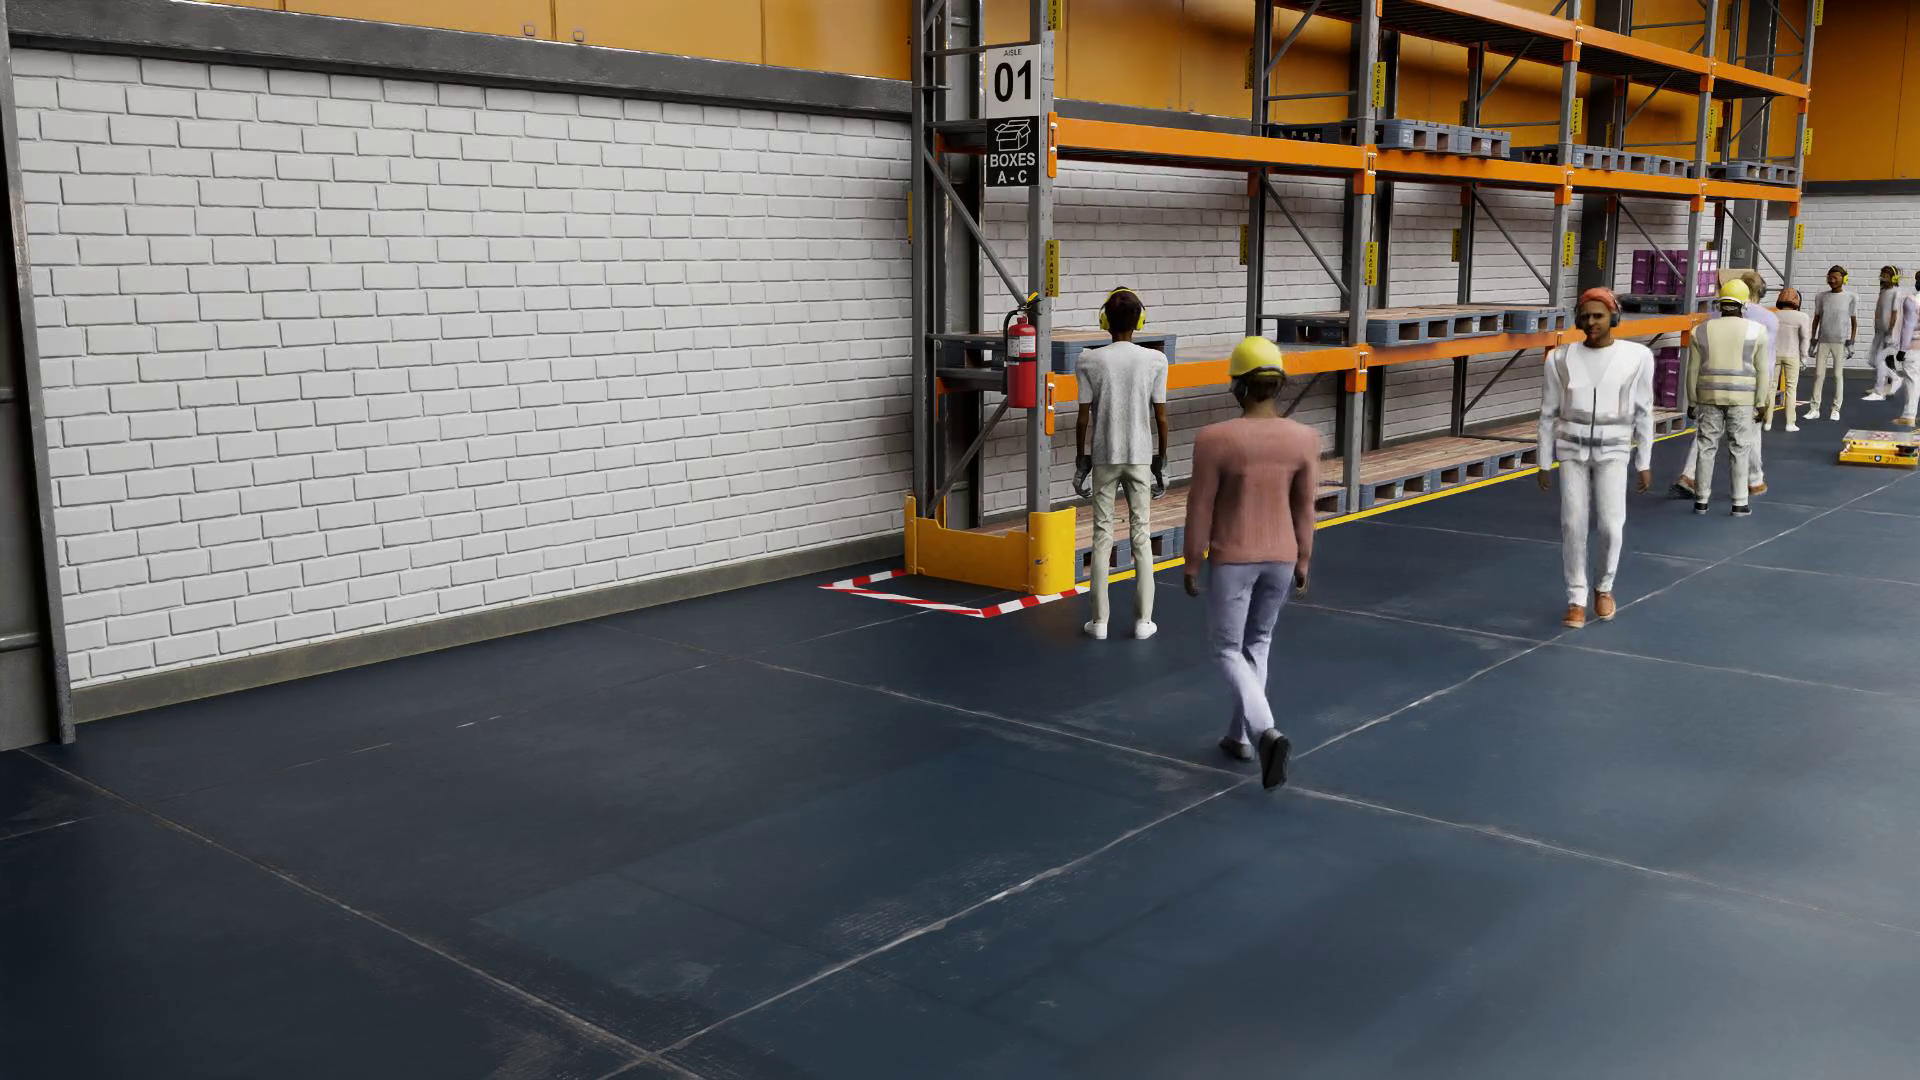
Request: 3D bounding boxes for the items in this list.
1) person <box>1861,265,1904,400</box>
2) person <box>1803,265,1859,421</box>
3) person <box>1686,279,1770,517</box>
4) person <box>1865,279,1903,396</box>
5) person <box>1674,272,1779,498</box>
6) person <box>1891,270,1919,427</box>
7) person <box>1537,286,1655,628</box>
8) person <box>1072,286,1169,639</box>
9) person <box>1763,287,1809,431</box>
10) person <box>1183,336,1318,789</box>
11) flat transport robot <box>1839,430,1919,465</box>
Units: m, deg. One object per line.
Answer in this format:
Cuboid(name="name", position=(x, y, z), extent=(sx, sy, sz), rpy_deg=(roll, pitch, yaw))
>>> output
Cuboid(name="person", position=(12.635, -2.813, 22.654), extent=(0.521, 1.844, 0.519), rpy_deg=(0, 10, 0))
Cuboid(name="person", position=(10.535, -2.374, 20.086), extent=(0.514, 1.871, 0.327), rpy_deg=(9, 14, 43))
Cuboid(name="person", position=(5.958, -1.098, 12.921), extent=(0.586, 1.835, 0.403), rpy_deg=(7, 12, 33))
Cuboid(name="person", position=(13.031, -2.871, 23.405), extent=(0.317, 1.695, 0.540), rpy_deg=(1, 10, 5))
Cuboid(name="person", position=(6.403, -1.270, 13.789), extent=(1.019, 1.892, 0.669), rpy_deg=(-7, 12, -34))
Cuboid(name="person", position=(11.210, -2.244, 19.426), extent=(0.633, 1.841, 0.429), rpy_deg=(-3, 10, -16))
Cuboid(name="person", position=(3.443, -0.438, 9.062), extent=(0.599, 1.866, 0.420), rpy_deg=(5, 11, 27))
Cuboid(name="person", position=(0.854, -0.392, 8.832), extent=(0.514, 1.862, 0.328), rpy_deg=(0, 10, 2))
Cuboid(name="person", position=(9.363, -2.048, 18.903), extent=(0.497, 1.633, 0.287), rpy_deg=(8, 13, 38))
Cuboid(name="person", position=(1.151, 0.082, 6.469), extent=(0.528, 1.742, 0.742), rpy_deg=(-3, 10, -15))
Cuboid(name="flat transport robot", position=(9.079, -0.923, 16.373), extent=(0.652, 0.197, 1.431), rpy_deg=(6, 12, 31))
